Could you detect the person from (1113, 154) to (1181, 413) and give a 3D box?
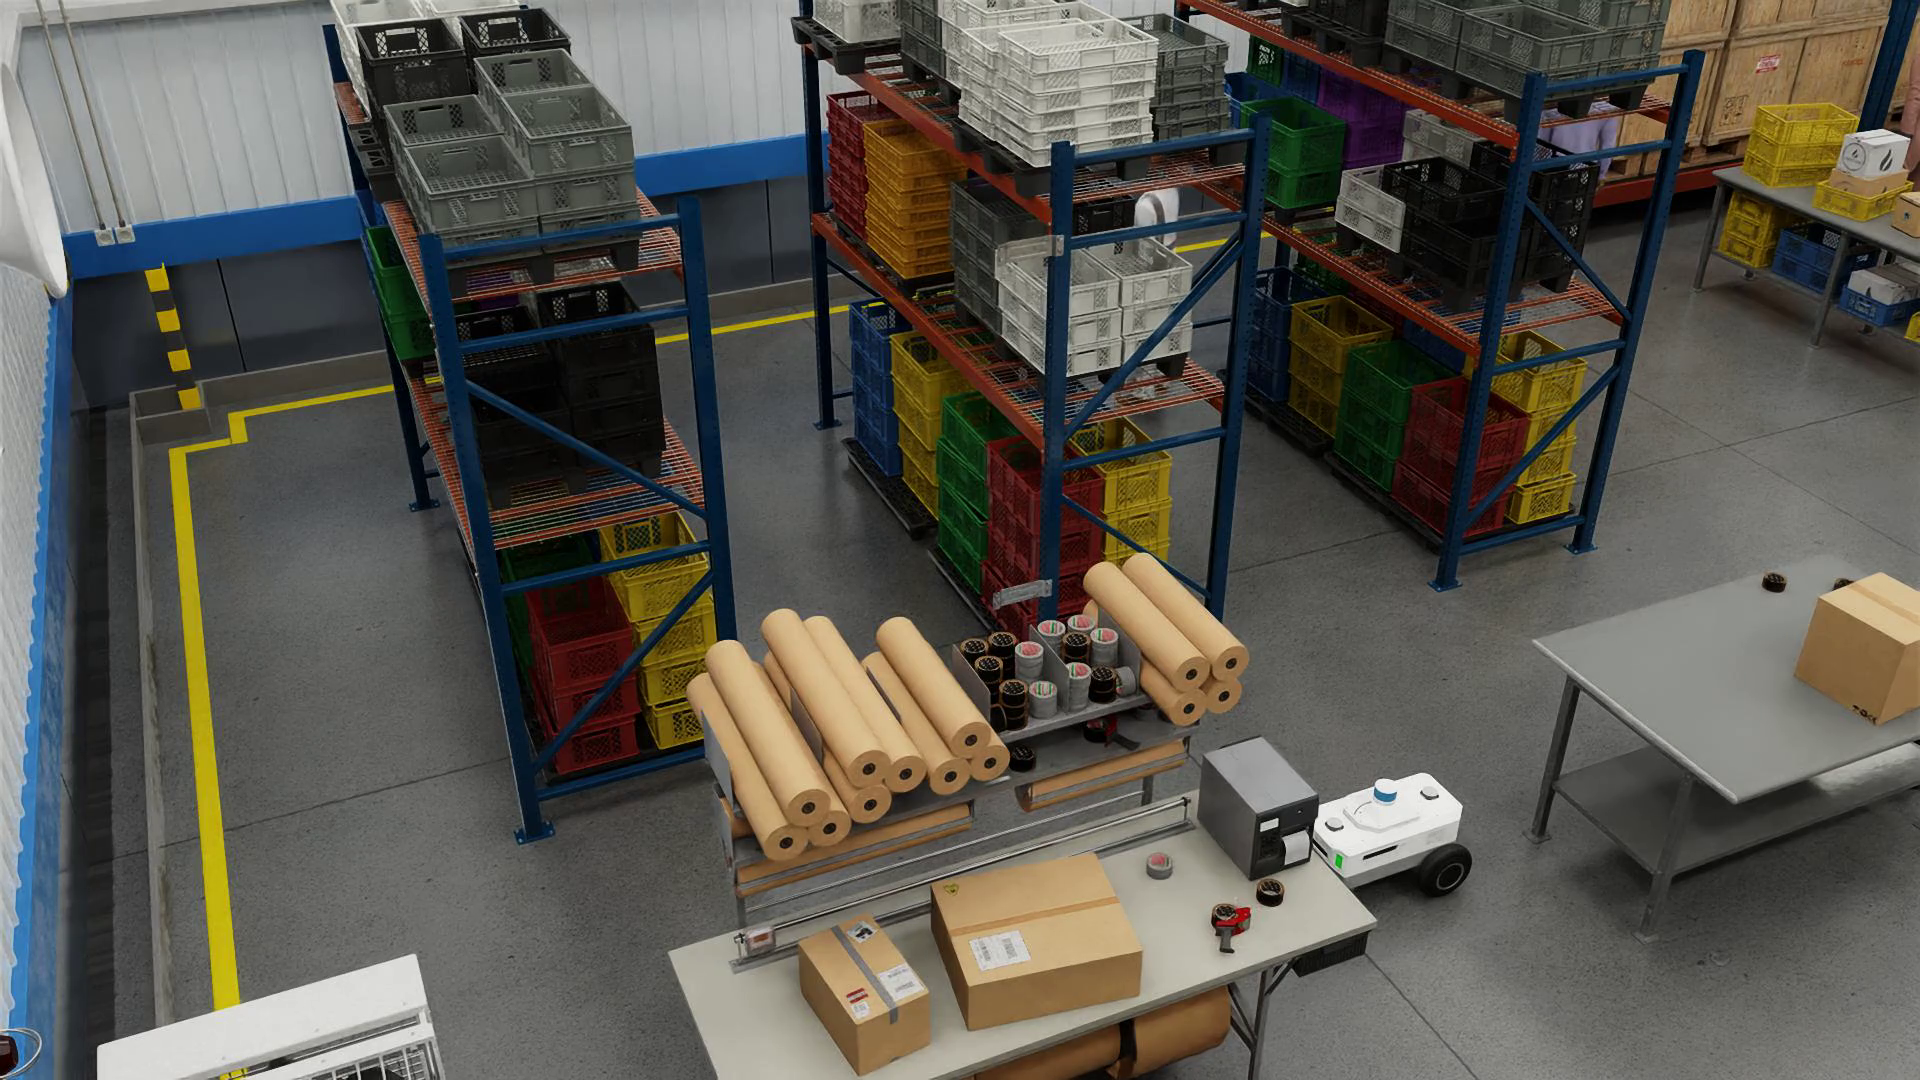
[{"bbox_3d":[1.297,-1.800,11.354,0.342,1.877,0.576,15,35,23],"label":"person"}]

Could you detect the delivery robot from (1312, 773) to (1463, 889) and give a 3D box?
[{"bbox_3d":[1.888,1.293,7.490,0.707,0.478,0.477,-13,34,-20],"label":"delivery robot"}]

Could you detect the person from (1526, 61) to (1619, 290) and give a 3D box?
[{"bbox_3d":[4.772,-2.898,13.072,0.627,1.940,0.370,10,33,16],"label":"person"}]
